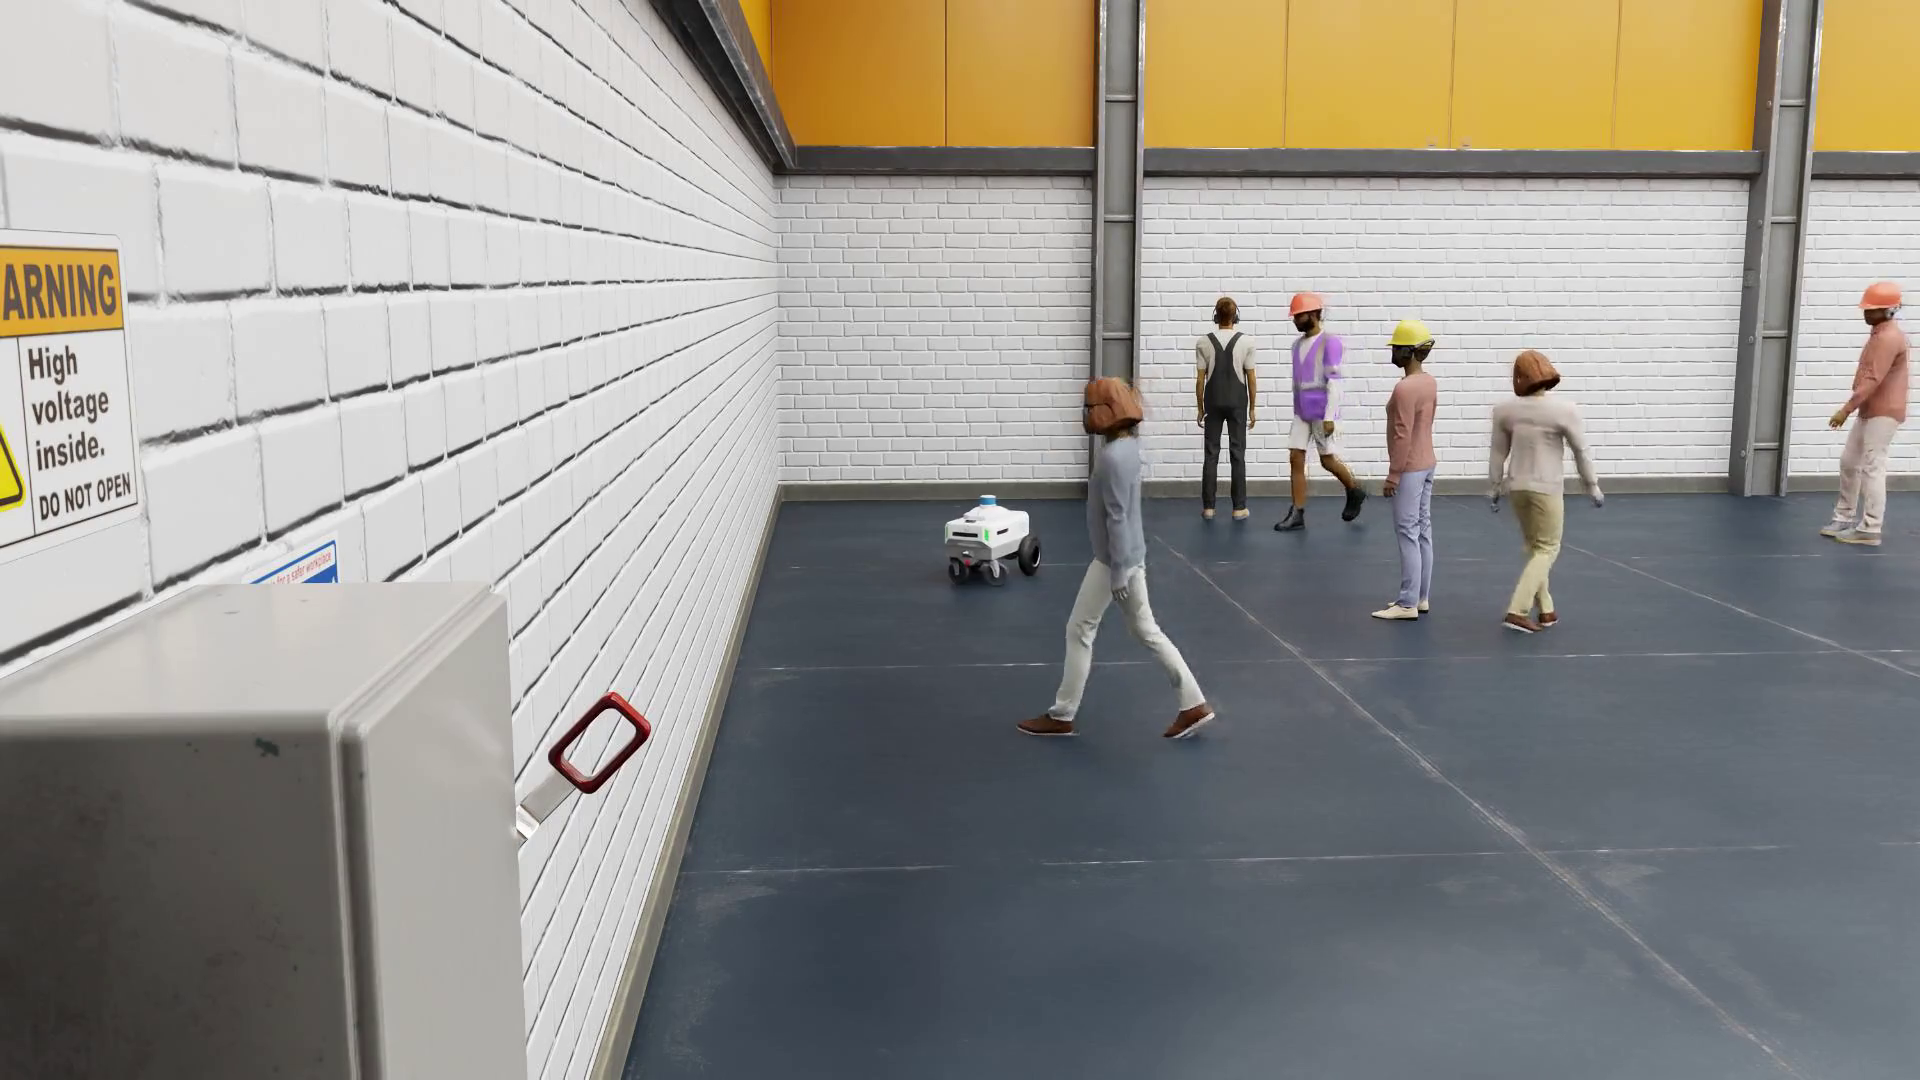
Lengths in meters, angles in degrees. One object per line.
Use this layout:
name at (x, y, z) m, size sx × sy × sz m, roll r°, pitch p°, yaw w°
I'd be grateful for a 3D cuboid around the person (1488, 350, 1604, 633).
person at (3.303, -0.276, 9.445) m, size 0.506 × 1.602 × 0.546 m, roll -7°, pitch 11°, yaw -36°

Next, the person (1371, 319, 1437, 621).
person at (2.629, -0.409, 9.786) m, size 0.314 × 1.769 × 0.523 m, roll 6°, pitch 11°, yaw 33°

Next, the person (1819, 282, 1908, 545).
person at (6.818, -0.951, 12.558) m, size 0.544 × 1.973 × 0.617 m, roll 2°, pitch 9°, yaw 14°

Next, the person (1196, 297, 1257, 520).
person at (2.200, -1.085, 13.786) m, size 0.508 × 1.845 × 0.345 m, roll 2°, pitch 9°, yaw 15°

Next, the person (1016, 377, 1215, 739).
person at (0.716, 0.085, 7.227) m, size 0.841 × 1.590 × 0.517 m, roll 2°, pitch 9°, yaw 14°

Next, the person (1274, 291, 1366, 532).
person at (2.883, -1.029, 13.248) m, size 0.859 × 1.908 × 0.554 m, roll -6°, pitch 11°, yaw -33°

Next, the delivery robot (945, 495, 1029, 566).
delivery robot at (0.183, -0.055, 11.059) m, size 0.477 × 0.478 × 0.707 m, roll 4°, pitch 10°, yaw 26°
